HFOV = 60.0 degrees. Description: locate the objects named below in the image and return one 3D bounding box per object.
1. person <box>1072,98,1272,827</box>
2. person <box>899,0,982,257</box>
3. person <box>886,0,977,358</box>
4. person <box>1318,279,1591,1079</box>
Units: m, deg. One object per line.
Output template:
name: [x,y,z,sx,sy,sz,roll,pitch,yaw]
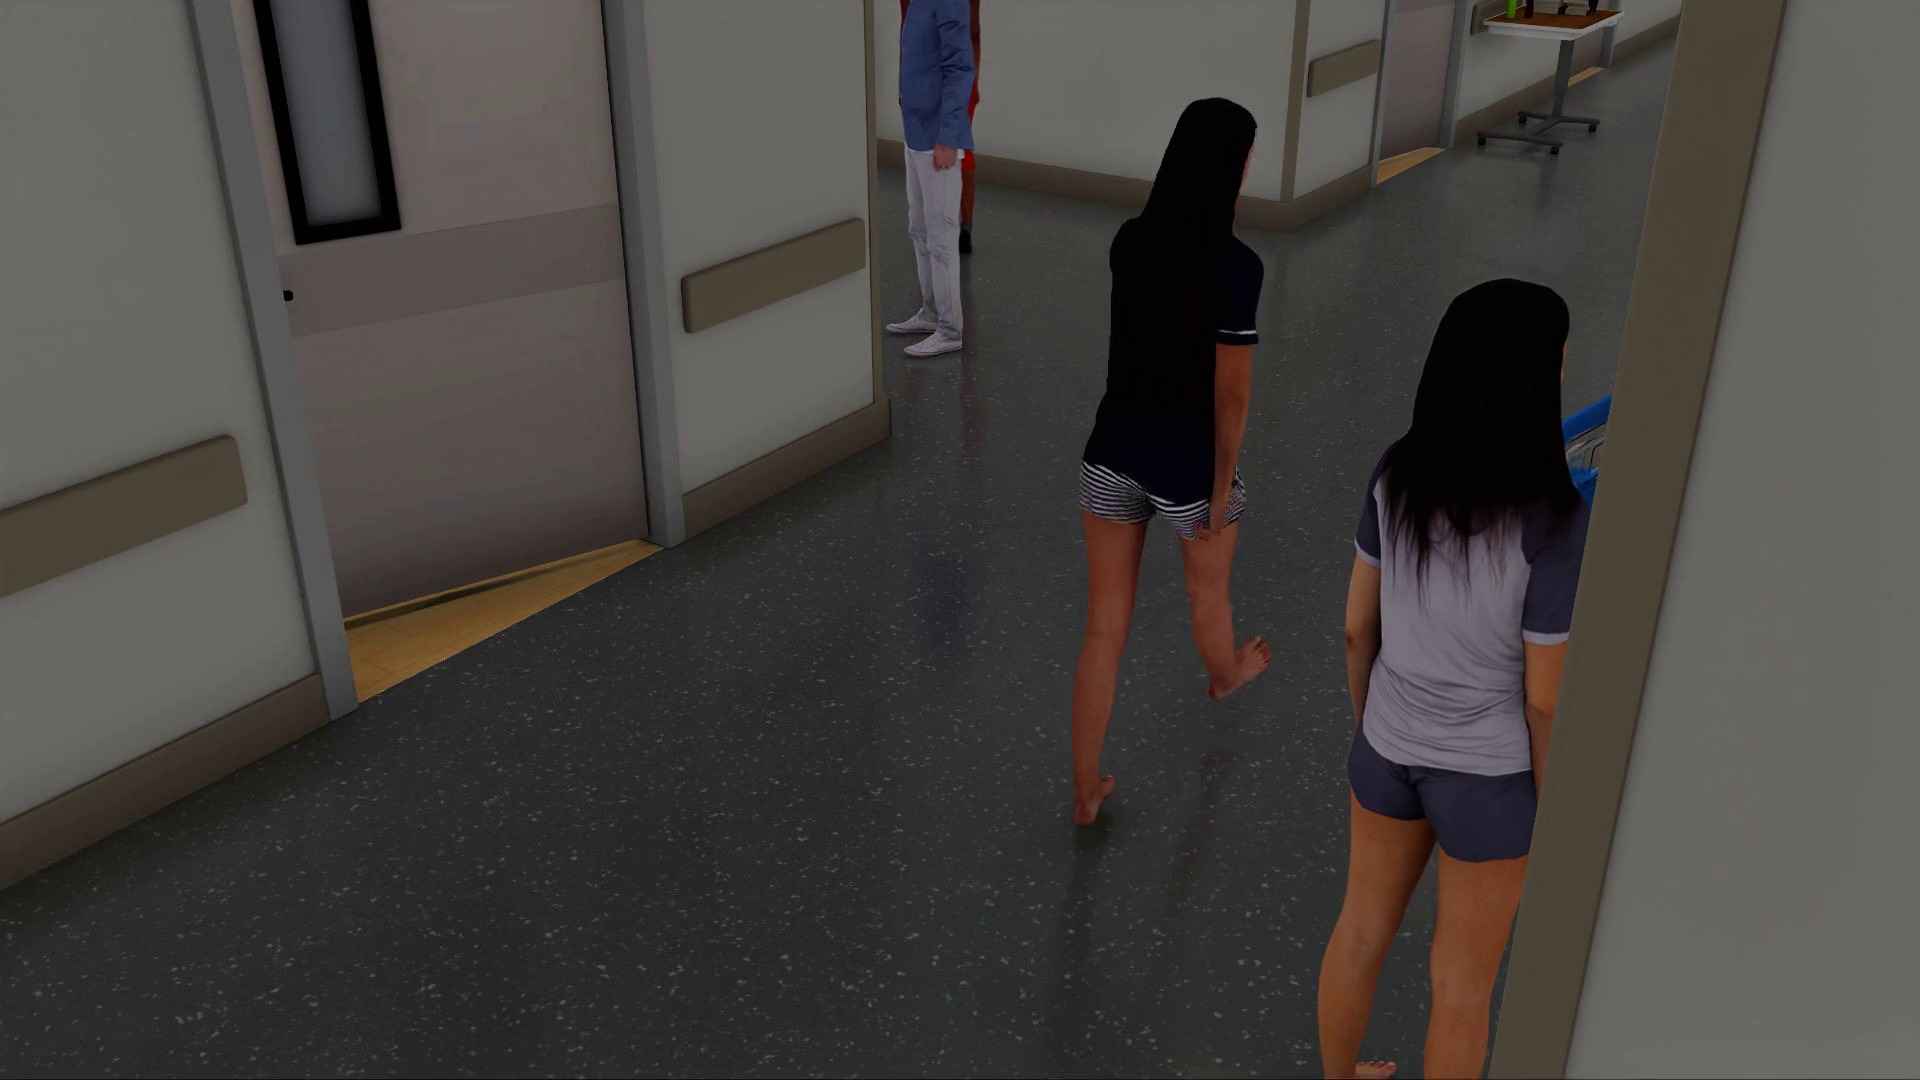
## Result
person: [0.438,-0.103,3.926,0.629,1.713,1.119,14,29,26]
person: [-0.094,-2.313,8.474,0.635,1.743,0.697,-5,26,-10]
person: [-0.111,-1.737,7.113,0.771,1.887,0.738,-7,27,-15]
person: [0.846,0.386,2.888,0.584,1.734,0.628,-21,33,-37]
